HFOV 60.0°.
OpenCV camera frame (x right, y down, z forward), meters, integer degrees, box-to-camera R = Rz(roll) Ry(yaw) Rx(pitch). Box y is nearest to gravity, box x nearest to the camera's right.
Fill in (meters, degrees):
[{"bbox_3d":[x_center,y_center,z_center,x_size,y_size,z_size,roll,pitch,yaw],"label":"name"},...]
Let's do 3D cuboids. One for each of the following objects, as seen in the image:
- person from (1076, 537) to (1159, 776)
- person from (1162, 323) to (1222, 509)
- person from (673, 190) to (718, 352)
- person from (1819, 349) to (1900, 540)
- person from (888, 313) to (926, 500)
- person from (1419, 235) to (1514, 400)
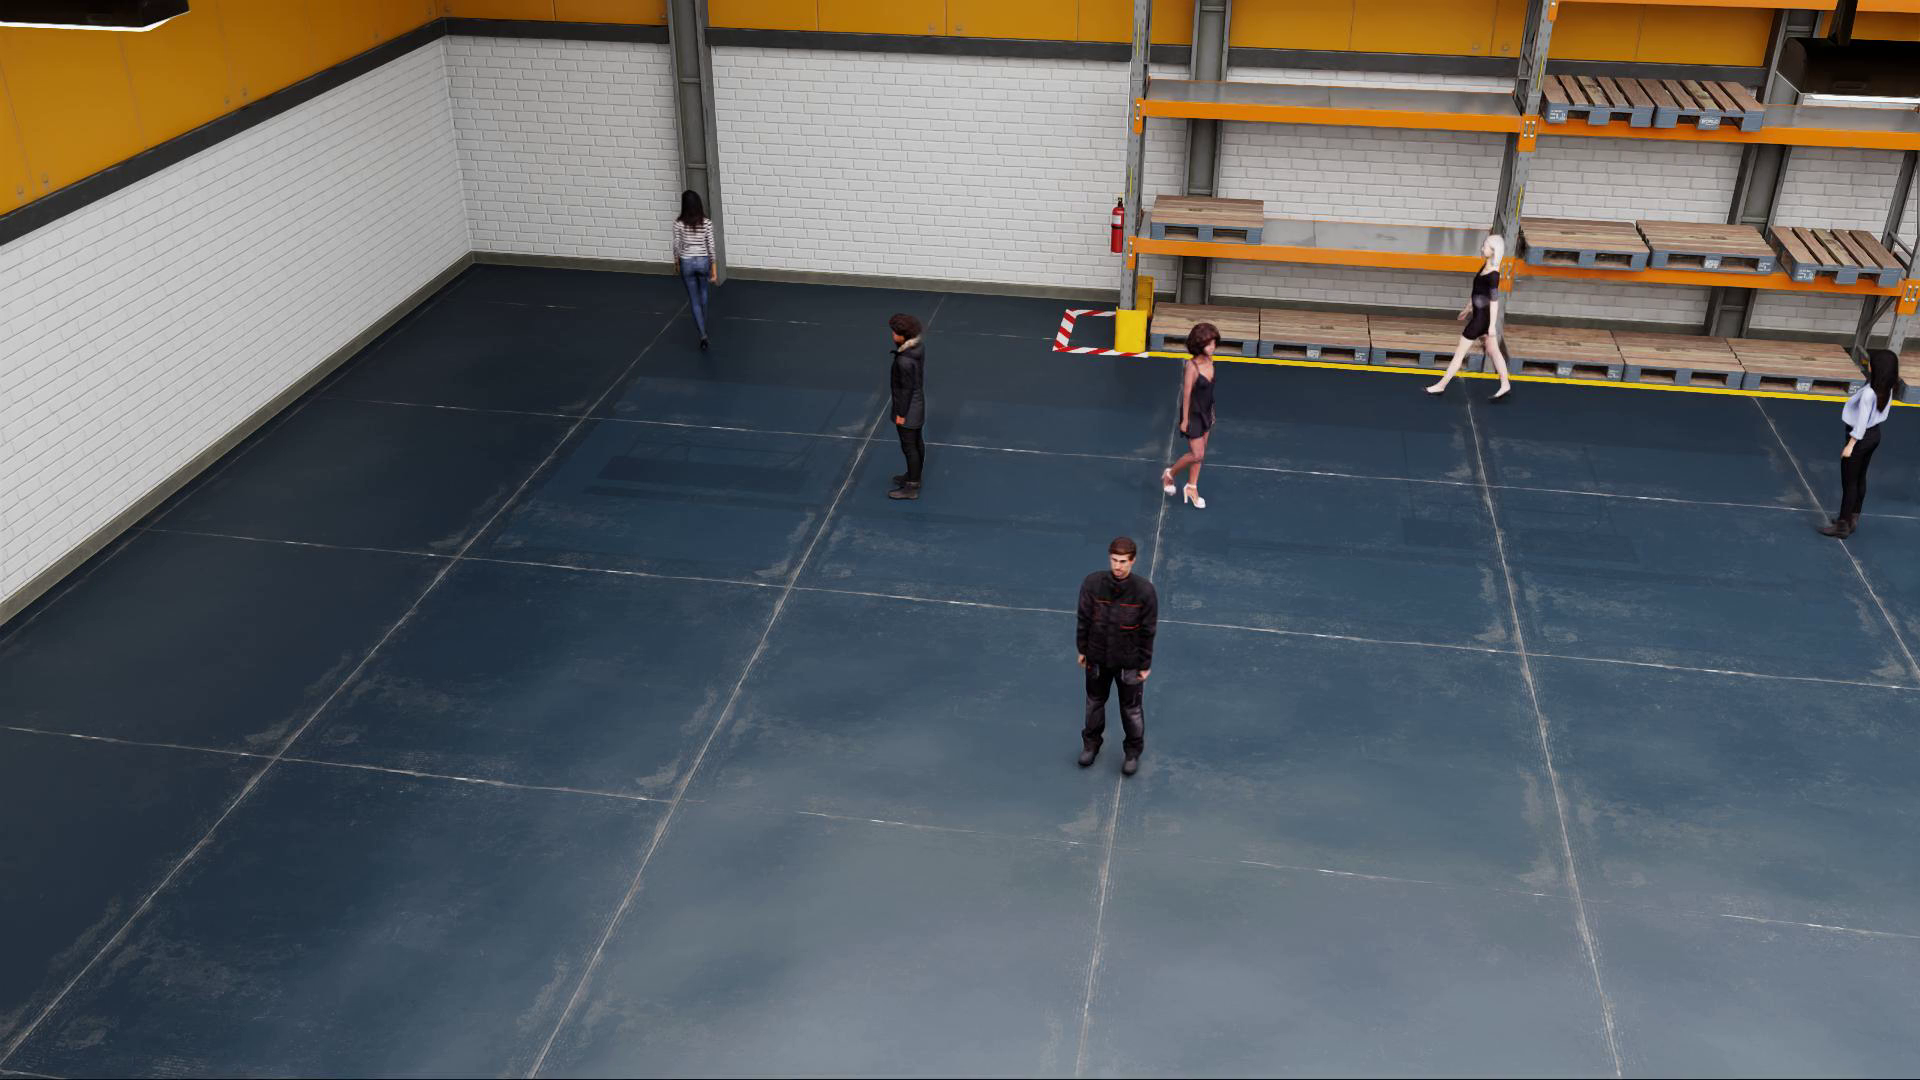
[{"bbox_3d":[1.081,0.784,11.459,0.579,1.838,0.811,10,30,18],"label":"person"},{"bbox_3d":[2.067,-1.131,15.032,0.816,1.779,0.719,21,35,34],"label":"person"},{"bbox_3d":[-2.910,-2.940,18.354,0.960,1.773,0.910,-9,30,-16],"label":"person"},{"bbox_3d":[7.878,-0.840,14.536,0.733,1.743,0.765,-23,36,-36],"label":"person"},{"bbox_3d":[-0.463,-1.232,15.218,0.570,1.778,0.618,5,29,10],"label":"person"},{"bbox_3d":[5.442,-2.222,17.032,1.155,1.779,0.574,5,29,10],"label":"person"}]
